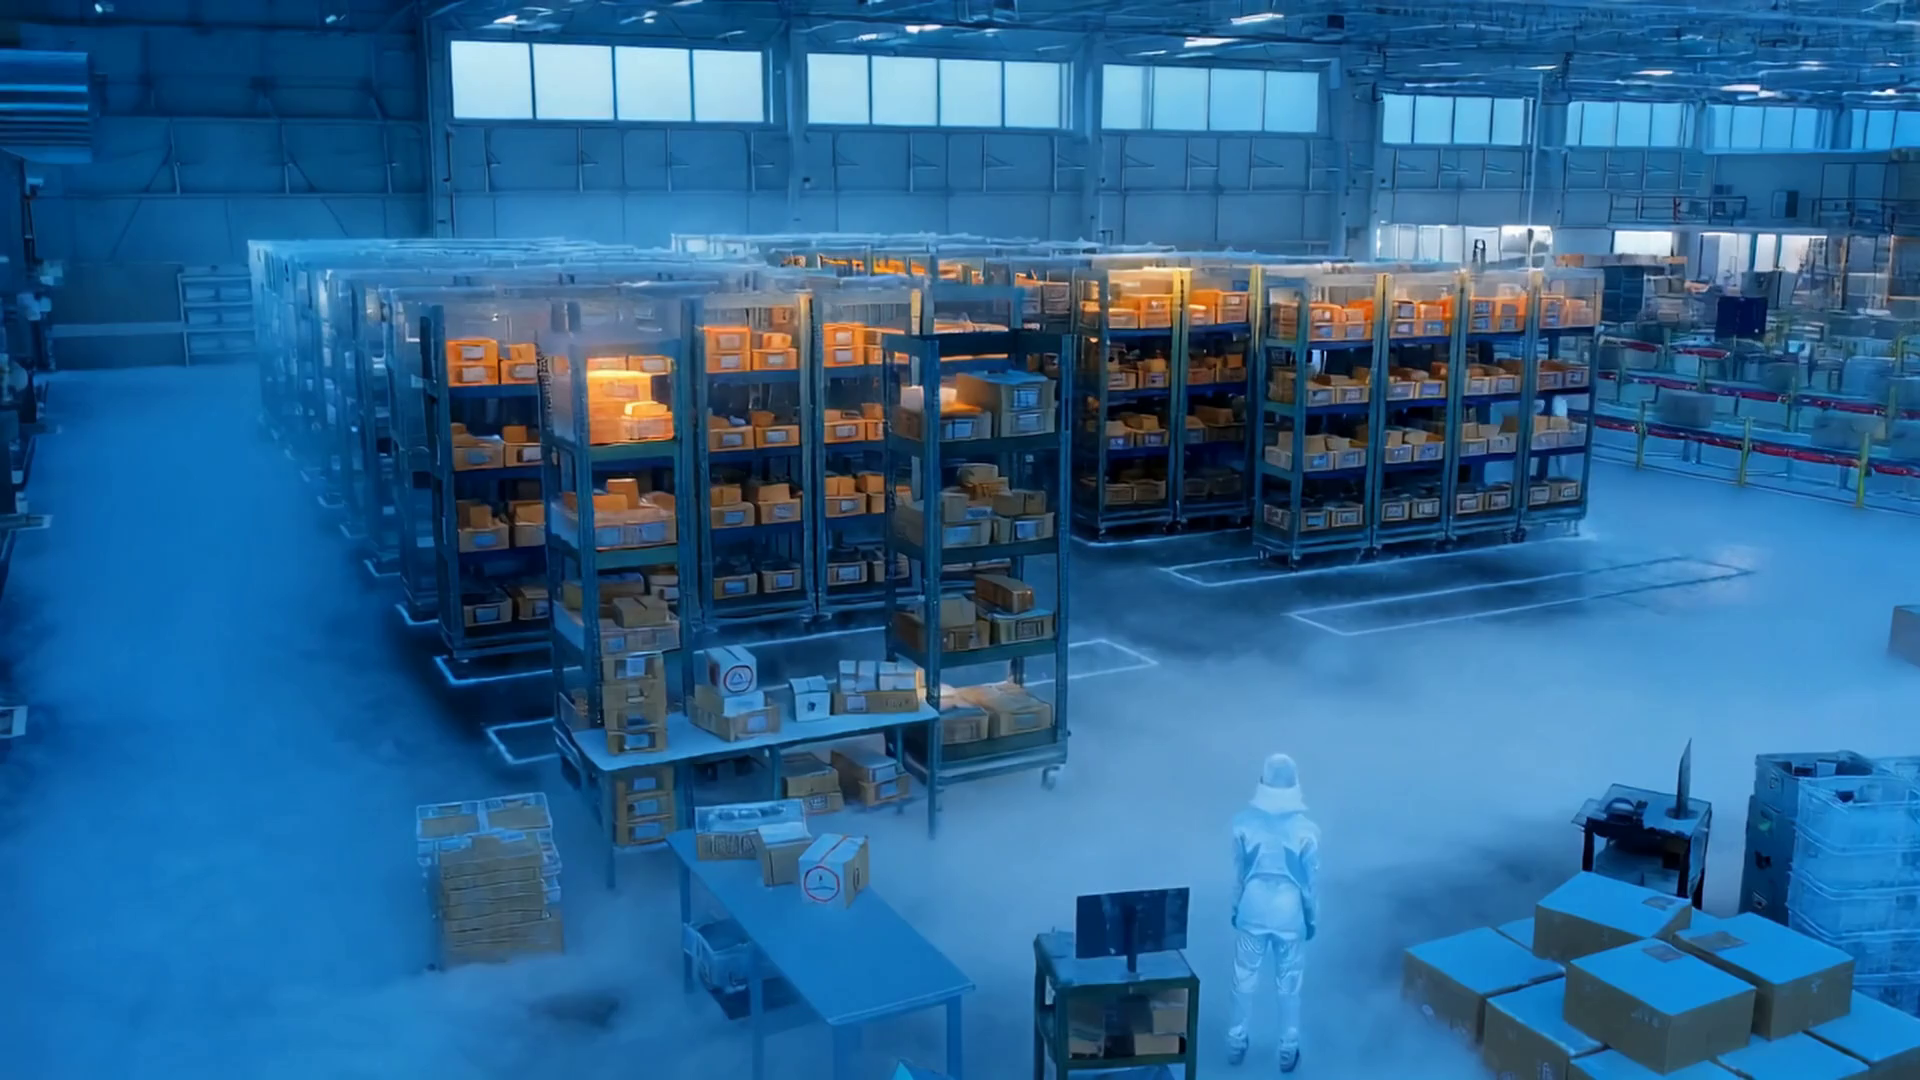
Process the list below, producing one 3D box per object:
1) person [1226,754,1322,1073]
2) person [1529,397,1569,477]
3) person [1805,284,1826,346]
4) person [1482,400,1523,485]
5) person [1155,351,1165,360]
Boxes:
[{"bbox_3d":[1.674,1.988,8.916,0.485,1.735,0.343,4,13,16],"label":"person"},{"bbox_3d":[8.972,-1.553,25.352,0.583,1.779,1.008,-6,13,-26],"label":"person"},{"bbox_3d":[25.233,-6.621,48.955,0.623,1.835,0.547,-6,13,-26],"label":"person"},{"bbox_3d":[8.178,-1.569,25.192,0.670,1.881,0.431,0,12,2],"label":"person"},{"bbox_3d":[4.226,-3.495,34.031,0.610,1.962,0.491,-7,14,-28],"label":"person"}]
